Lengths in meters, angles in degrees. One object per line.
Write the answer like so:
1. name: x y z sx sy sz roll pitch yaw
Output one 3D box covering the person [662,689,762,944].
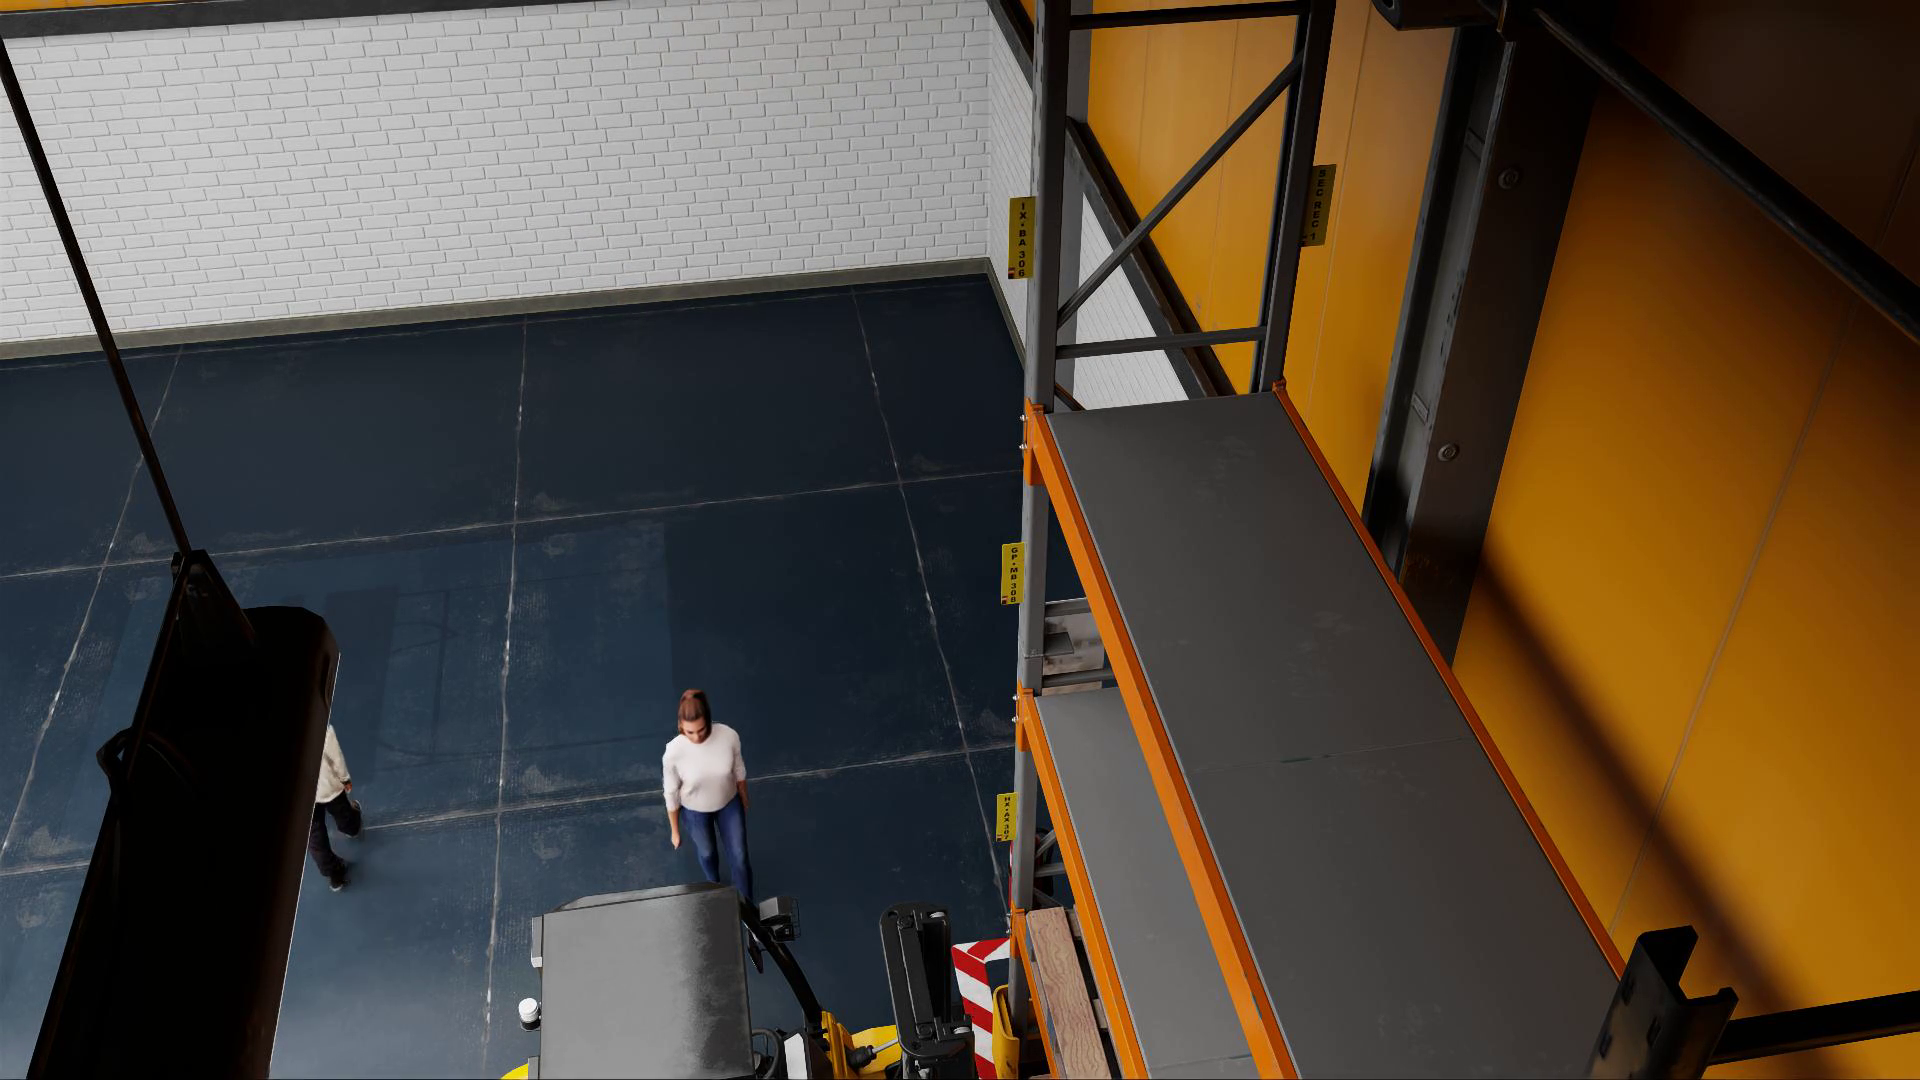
1. person: -1.433 1.465 9.433 0.703 1.711 0.850 -12 40 -15
